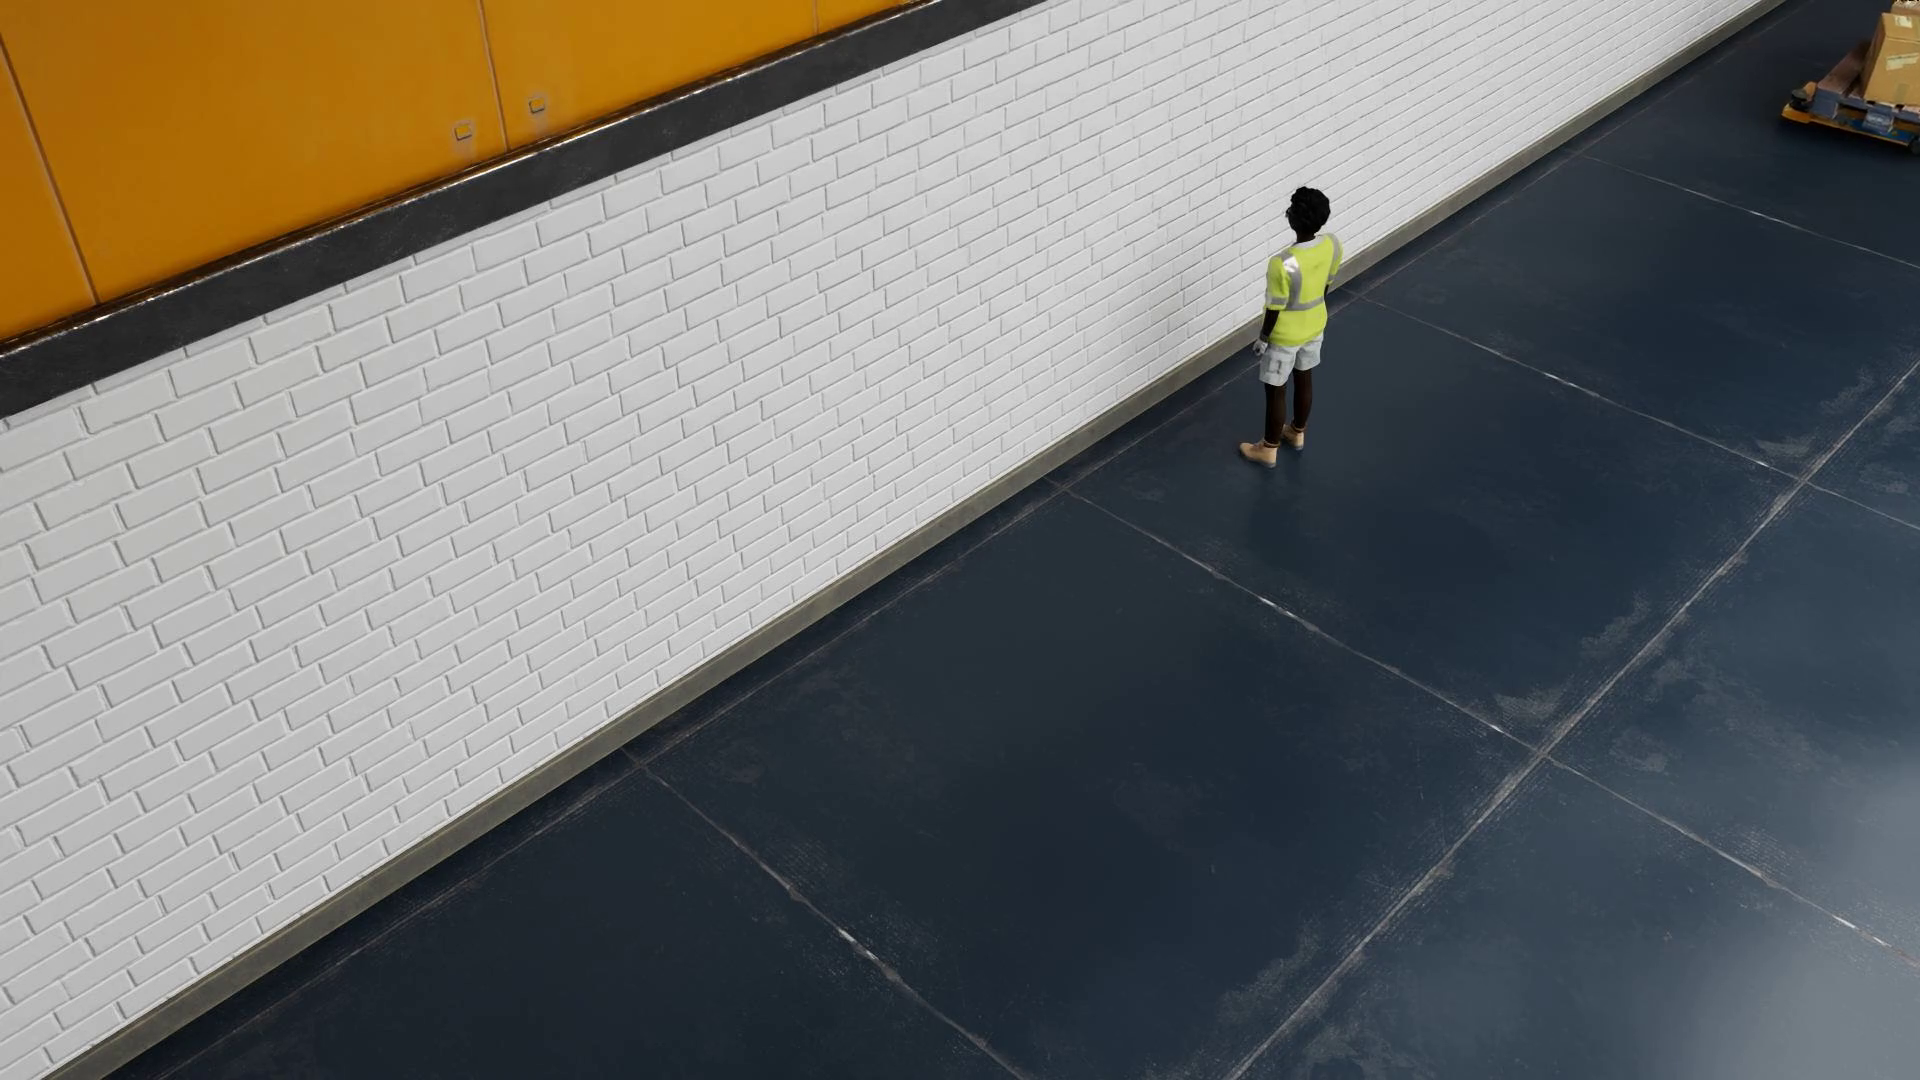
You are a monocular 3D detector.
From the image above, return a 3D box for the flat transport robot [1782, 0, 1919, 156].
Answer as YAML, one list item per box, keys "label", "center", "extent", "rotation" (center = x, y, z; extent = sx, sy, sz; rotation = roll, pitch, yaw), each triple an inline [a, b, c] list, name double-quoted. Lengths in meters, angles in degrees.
- label: "flat transport robot"
  center: [7.319, -3.326, 13.078]
  extent: [1.431, 0.231, 0.659]
  rotation: [27, 46, 29]

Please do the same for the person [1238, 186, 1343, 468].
- label: "person"
  center: [1.842, -1.178, 9.246]
  extent: [0.534, 1.699, 0.318]
  rotation: [-28, 46, -30]
